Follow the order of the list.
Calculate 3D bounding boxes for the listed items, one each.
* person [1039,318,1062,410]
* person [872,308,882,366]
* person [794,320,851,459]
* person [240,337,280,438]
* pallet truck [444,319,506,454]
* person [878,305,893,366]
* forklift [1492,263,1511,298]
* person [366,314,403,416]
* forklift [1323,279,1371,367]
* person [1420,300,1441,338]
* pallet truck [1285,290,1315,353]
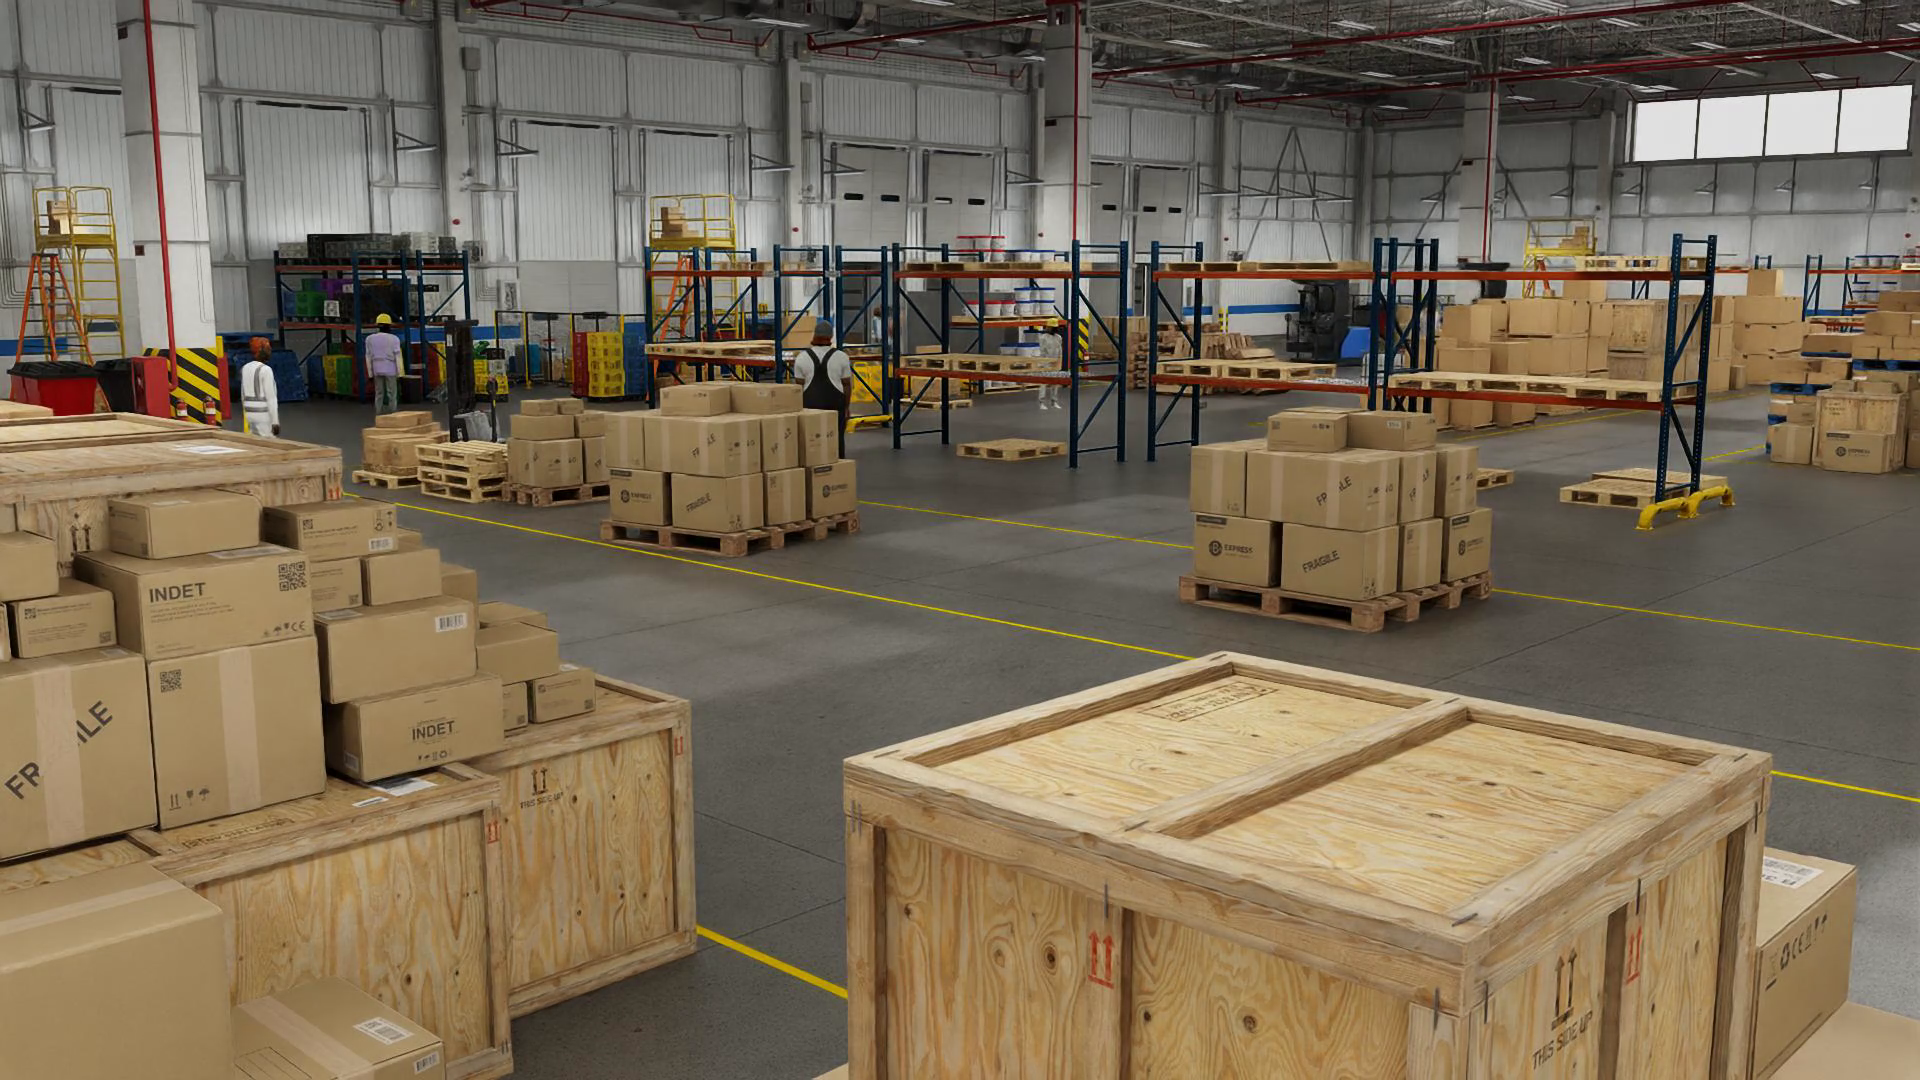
[{"bbox_3d":[1.732,-3.333,31.489,0.487,1.736,0.325,-5,11,-28],"label":"person"},{"bbox_3d":[-2.199,-5.385,44.446,0.311,1.626,0.584,2,9,10],"label":"person"},{"bbox_3d":[-1.647,-1.650,20.227,0.675,2.000,0.537,1,9,5],"label":"person"},{"bbox_3d":[-7.991,-1.379,19.045,0.584,1.882,0.337,7,12,37],"label":"person"},{"bbox_3d":[-6.981,-1.942,22.150,1.885,1.965,0.823,1,9,9],"label":"pallet truck"},{"bbox_3d":[-2.063,-5.647,45.815,0.546,1.687,0.540,-7,11,-35],"label":"person"},{"bbox_3d":[14.978,-6.329,46.349,1.873,2.768,1.129,1,9,7],"label":"forklift"},{"bbox_3d":[-9.453,-2.756,27.364,0.592,1.922,0.379,1,9,7],"label":"person"},{"bbox_3d":[10.030,-5.994,44.296,1.873,2.768,1.129,-3,10,-18],"label":"forklift"},{"bbox_3d":[11.338,-4.871,40.409,0.646,1.895,0.604,1,9,5],"label":"person"},{"bbox_3d":[11.297,-6.951,52.861,1.885,1.965,0.823,-5,11,-29],"label":"pallet truck"}]
